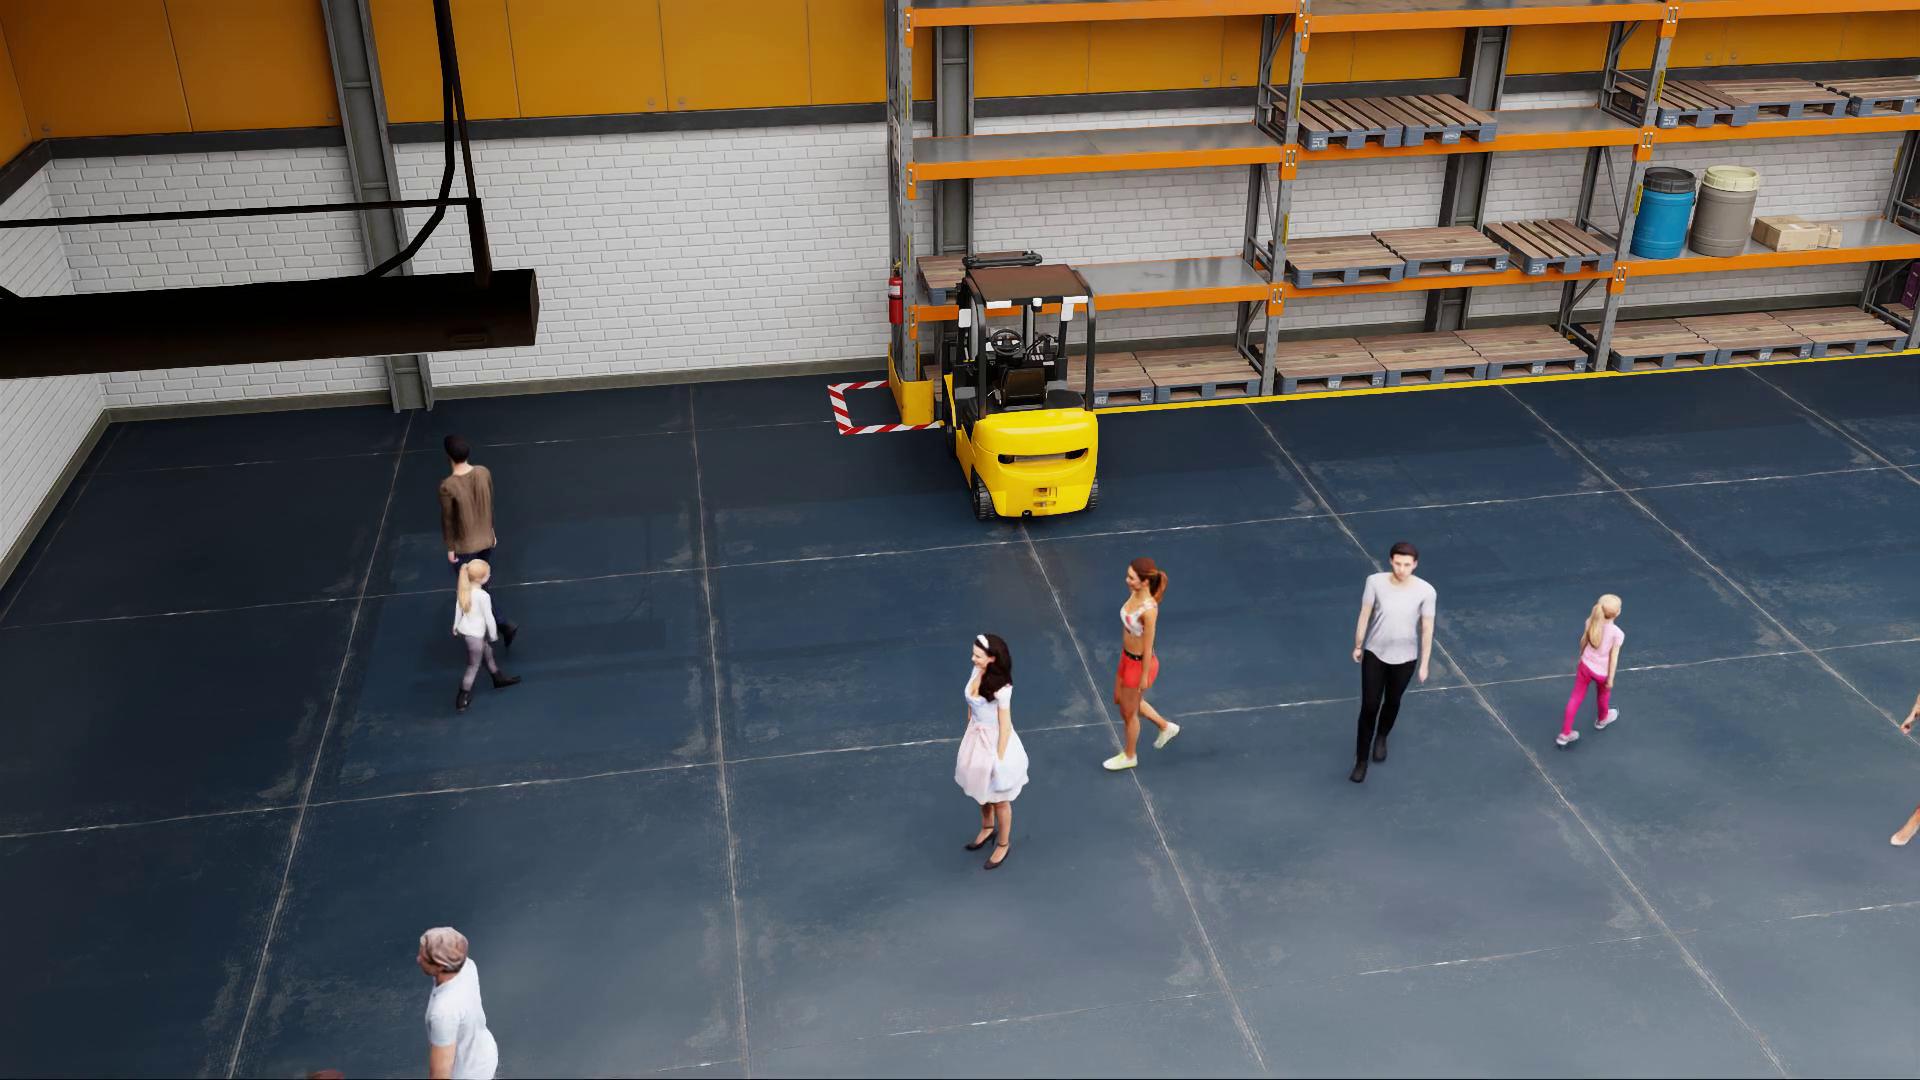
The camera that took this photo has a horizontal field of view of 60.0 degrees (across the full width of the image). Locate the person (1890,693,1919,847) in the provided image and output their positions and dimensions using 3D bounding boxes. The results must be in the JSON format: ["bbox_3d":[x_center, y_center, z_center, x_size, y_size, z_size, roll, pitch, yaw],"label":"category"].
[{"bbox_3d":[6.860,1.267,11.427,1.148,1.712,0.852,-16,32,-26],"label":"person"}]

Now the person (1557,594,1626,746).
[{"bbox_3d":[4.711,0.985,12.434,0.954,1.241,0.768,-21,35,-33],"label":"person"}]

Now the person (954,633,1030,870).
[{"bbox_3d":[0.202,1.398,11.080,0.822,1.813,0.790,-14,32,-24],"label":"person"}]

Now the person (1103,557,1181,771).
[{"bbox_3d":[1.368,0.896,12.038,0.792,1.778,0.569,-4,29,-8],"label":"person"}]

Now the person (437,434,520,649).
[{"bbox_3d":[-3.927,0.032,13.525,1.141,1.870,1.083,19,34,31],"label":"person"}]

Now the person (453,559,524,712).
[{"bbox_3d":[-3.812,0.742,12.883,0.751,1.240,0.888,22,35,34],"label":"person"}]

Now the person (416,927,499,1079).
[{"bbox_3d":[-2.461,2.757,8.621,1.144,1.783,0.711,-3,29,-6],"label":"person"}]

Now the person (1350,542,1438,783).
[{"bbox_3d":[3.153,0.802,12.141,1.042,1.844,1.013,8,30,14],"label":"person"}]
